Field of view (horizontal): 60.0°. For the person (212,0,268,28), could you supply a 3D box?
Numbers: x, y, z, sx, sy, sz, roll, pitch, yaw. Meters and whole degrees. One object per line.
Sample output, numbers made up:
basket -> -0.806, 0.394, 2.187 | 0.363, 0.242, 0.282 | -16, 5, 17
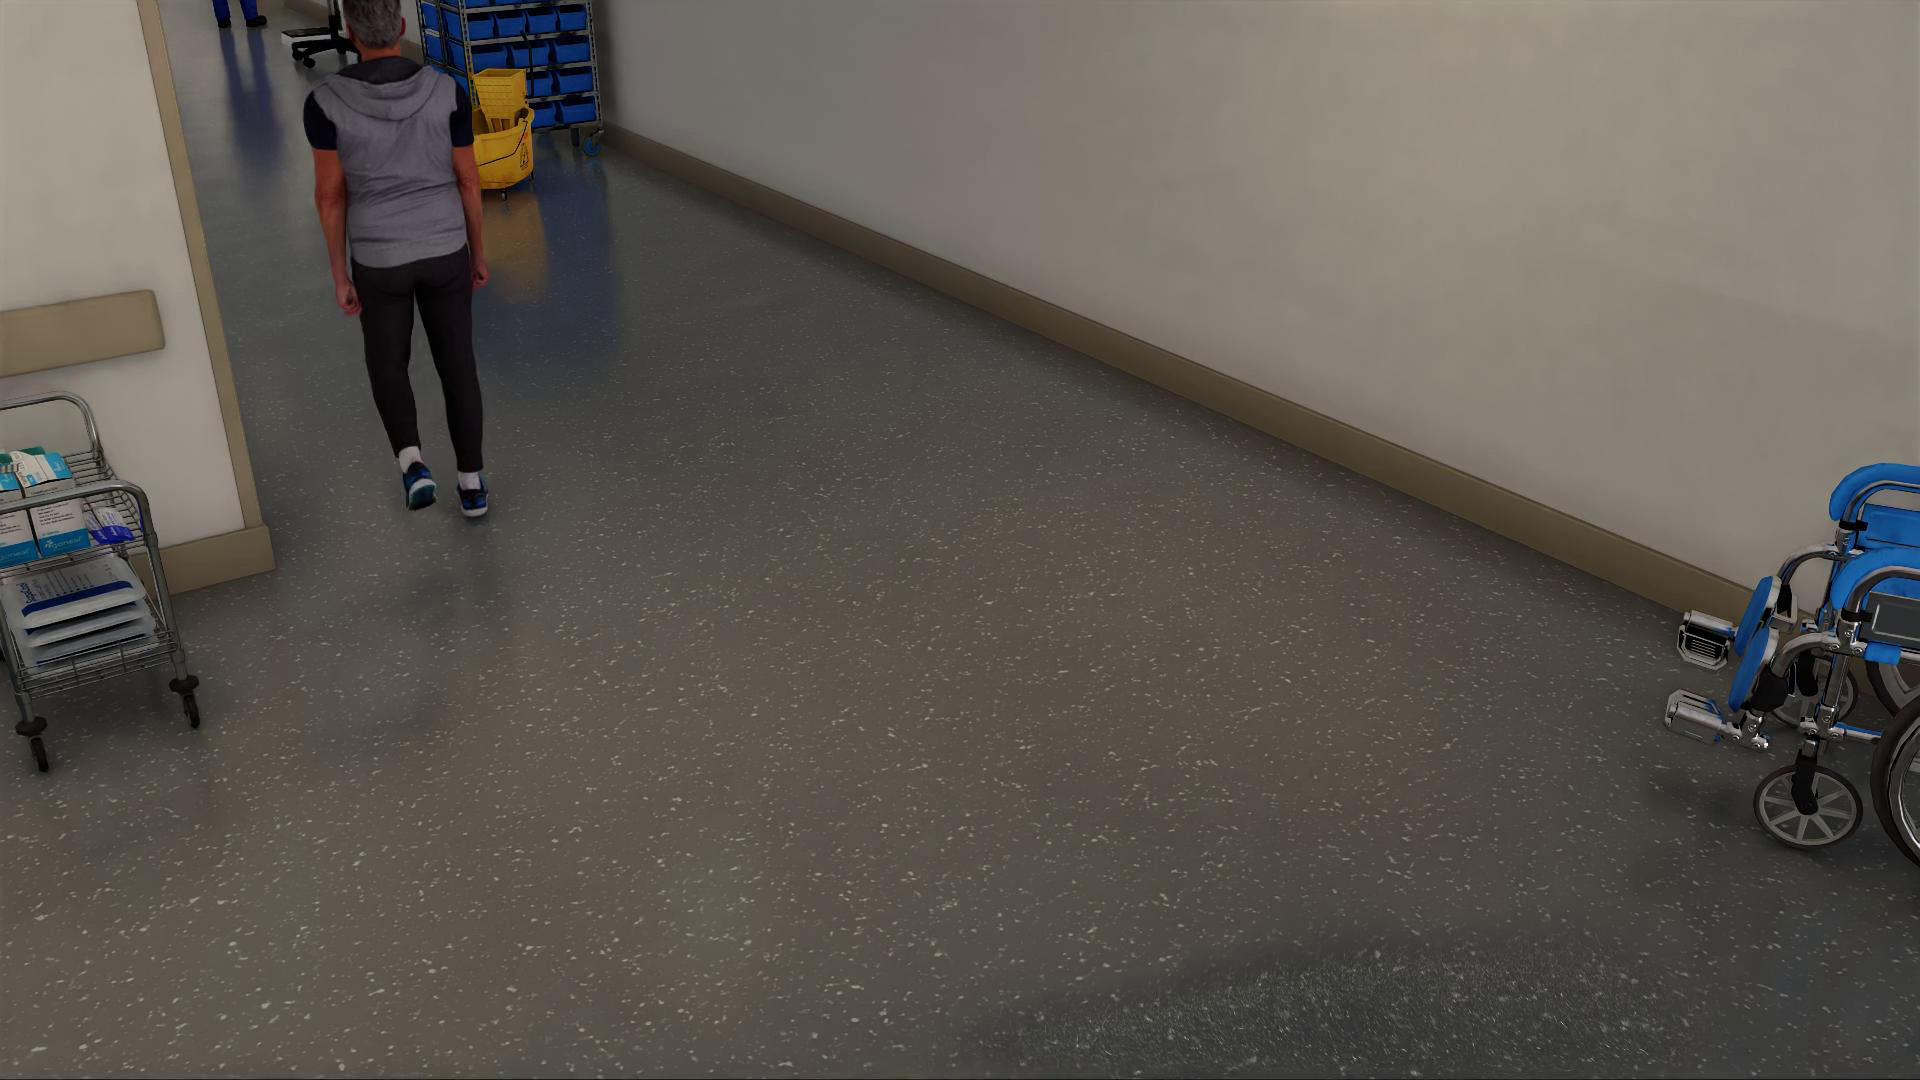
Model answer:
person -> -6.944, -5.773, 15.601 | 0.700, 1.829, 0.852 | -2, 26, -4

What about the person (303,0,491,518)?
person -> -1.793, -0.878, 5.476 | 0.803, 1.806, 0.855 | -8, 27, -15
